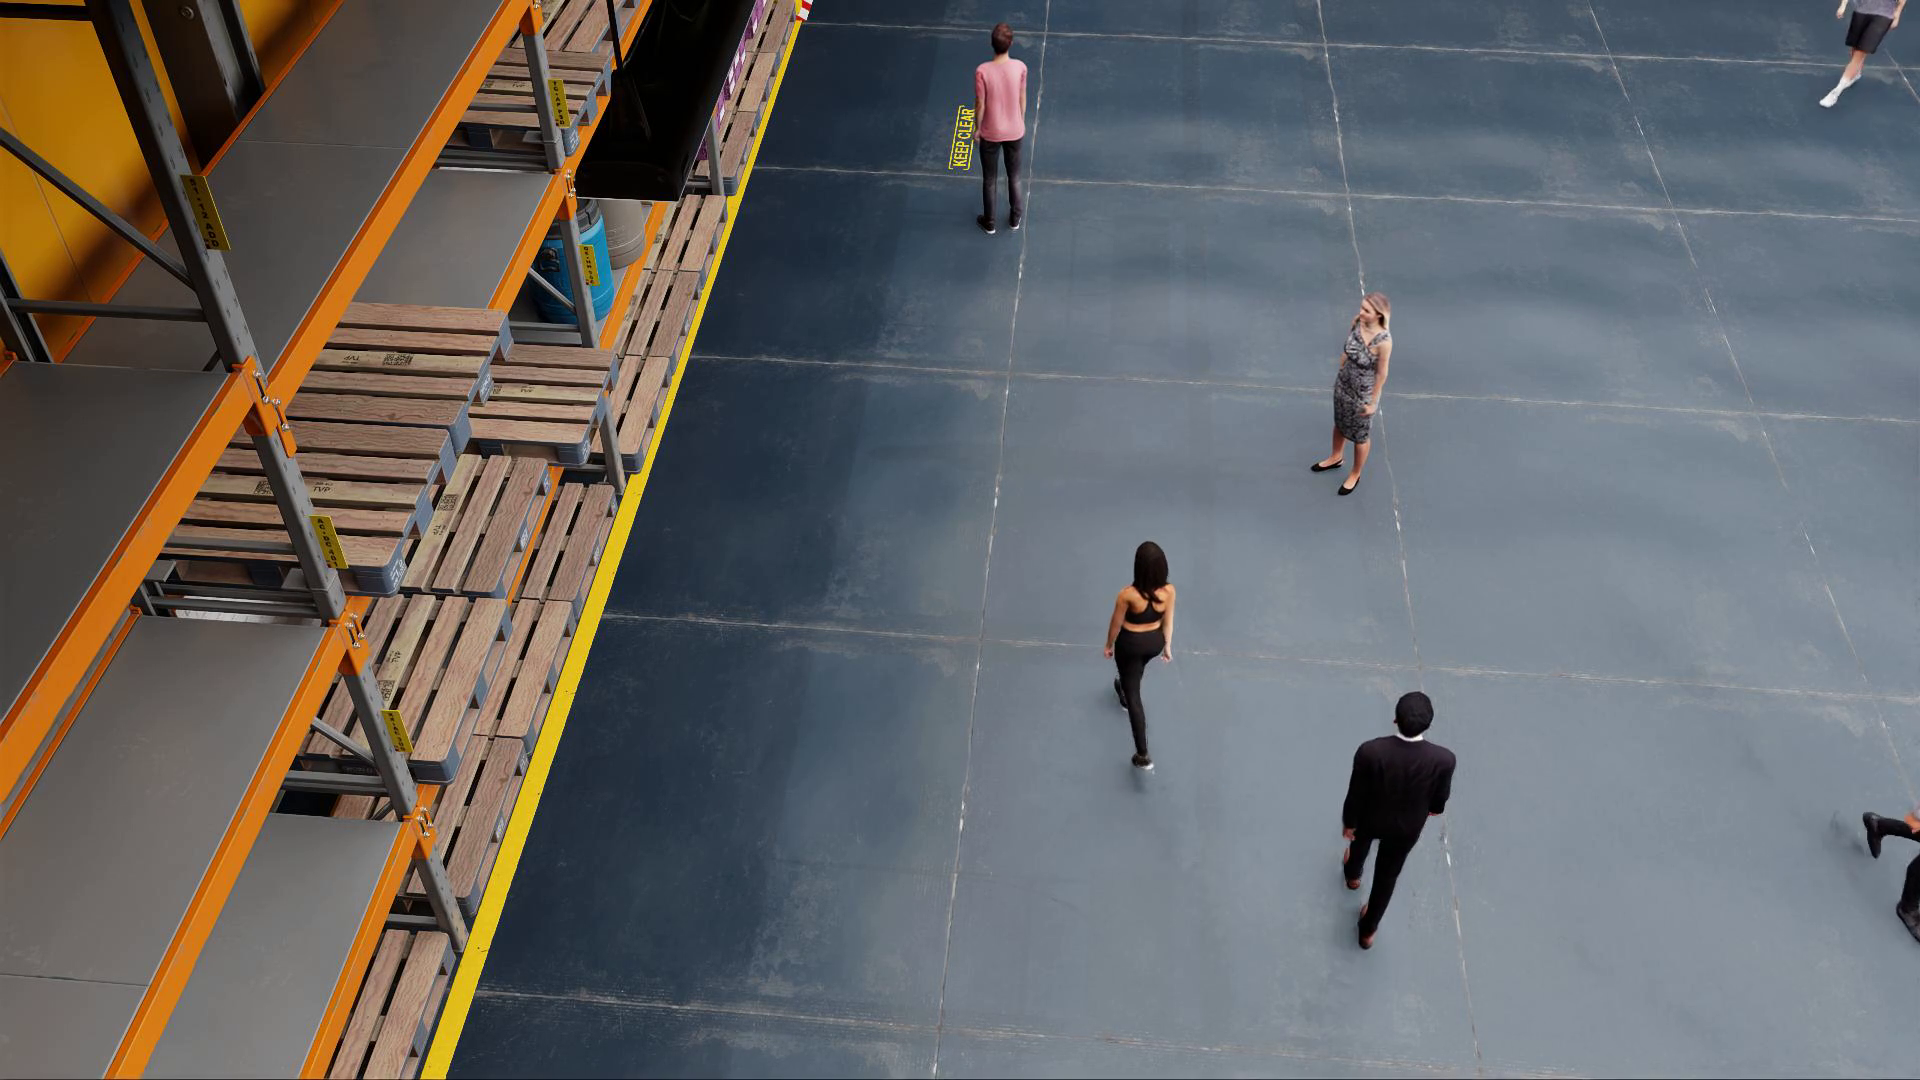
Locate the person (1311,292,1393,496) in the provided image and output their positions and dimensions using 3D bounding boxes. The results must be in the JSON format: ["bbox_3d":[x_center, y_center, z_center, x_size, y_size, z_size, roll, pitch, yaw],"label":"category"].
[{"bbox_3d":[2.925,-1.100,12.165,0.701,1.705,0.598,-20,47,-20],"label":"person"}]

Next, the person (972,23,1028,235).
[{"bbox_3d":[0.362,-3.595,14.599,0.693,1.959,0.658,-9,44,-10],"label":"person"}]

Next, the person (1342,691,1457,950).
[{"bbox_3d":[2.374,1.613,9.209,0.803,1.854,0.961,11,45,11],"label":"person"}]

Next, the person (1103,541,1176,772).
[{"bbox_3d":[1.132,0.728,10.315,0.810,1.609,1.163,-10,45,-10],"label":"person"}]

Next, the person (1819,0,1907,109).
[{"bbox_3d":[9.065,-5.242,16.420,1.265,1.831,1.185,-31,52,-29],"label":"person"}]
